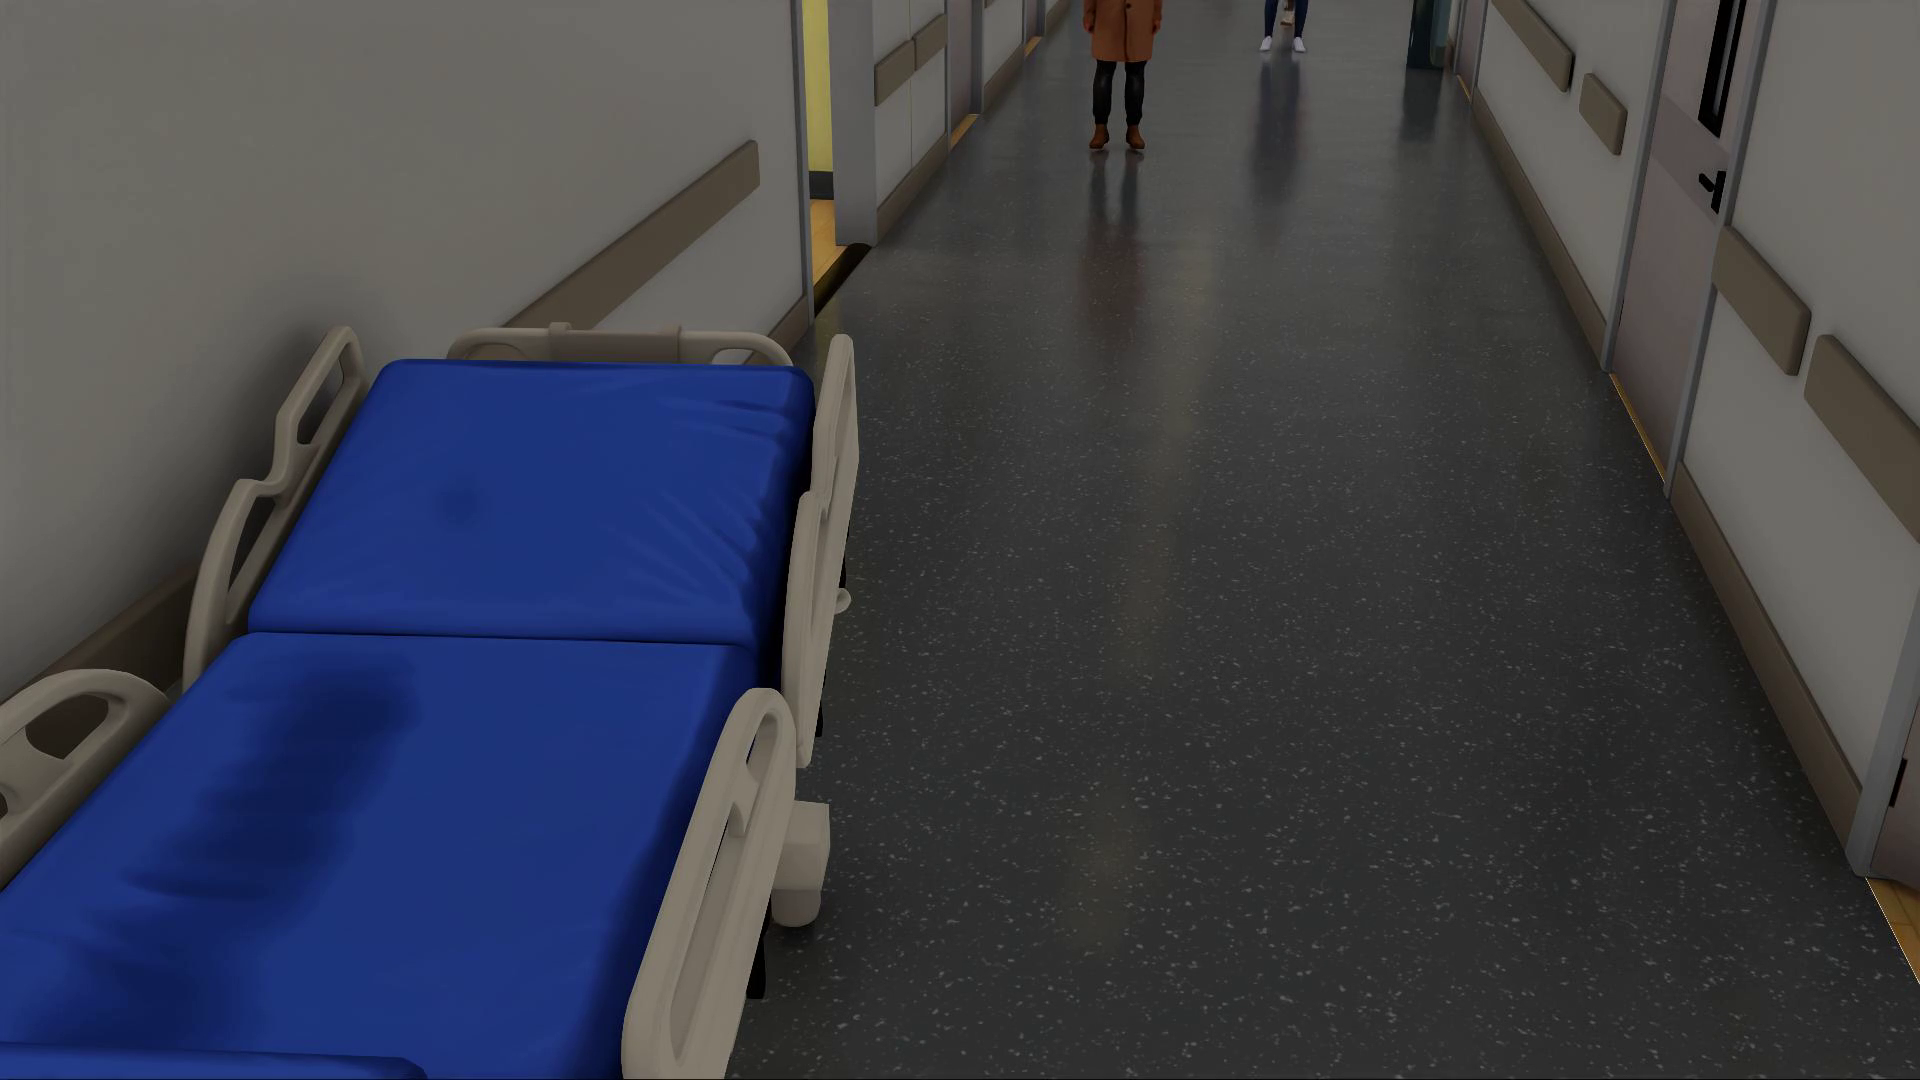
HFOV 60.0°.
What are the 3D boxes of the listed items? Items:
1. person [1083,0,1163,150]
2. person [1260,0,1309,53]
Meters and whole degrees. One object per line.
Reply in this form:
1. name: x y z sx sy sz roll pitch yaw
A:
1. person: 1.037 -3.359 10.489 0.596 1.726 0.747 1 26 2
2. person: 2.793 -4.989 13.914 0.462 1.731 0.684 3 26 7
